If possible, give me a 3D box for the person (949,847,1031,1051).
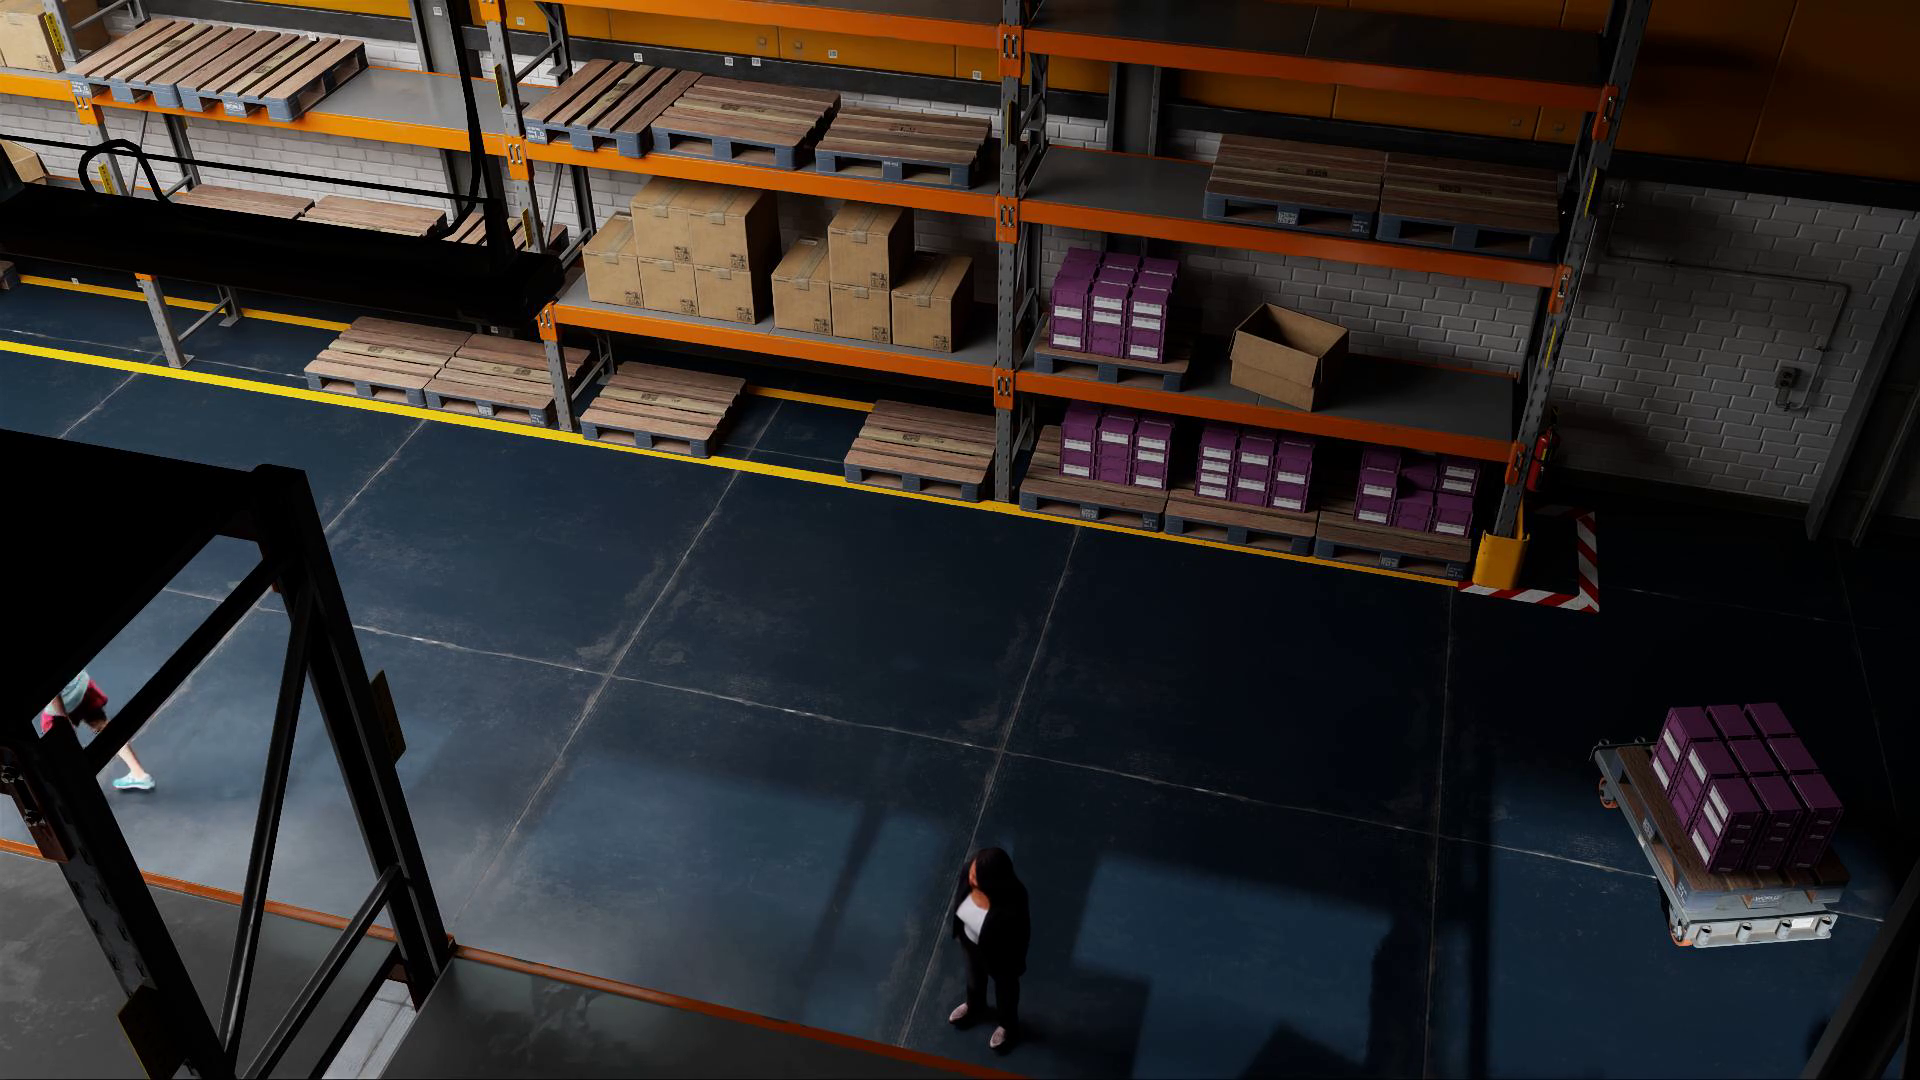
[{"bbox_3d":[0.188,2.273,9.463,0.703,1.612,0.804,27,46,30],"label":"person"}]
